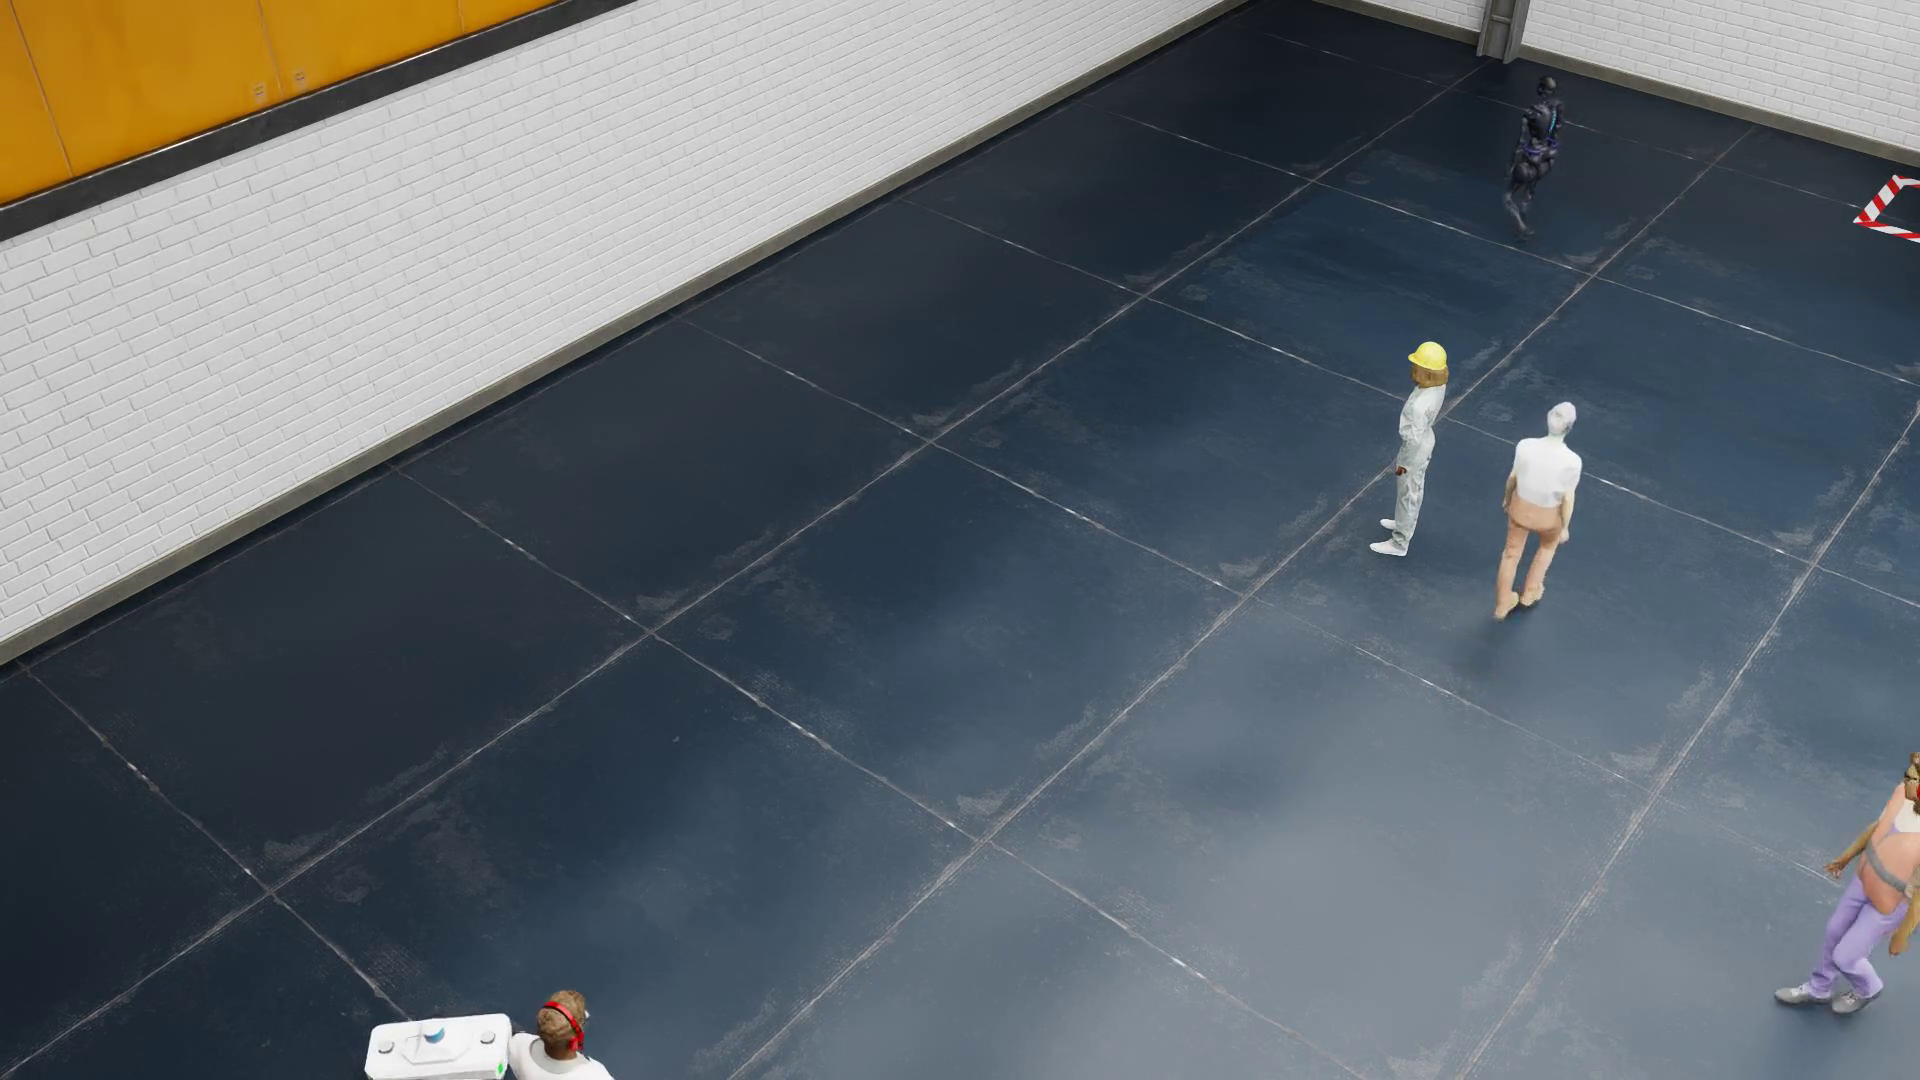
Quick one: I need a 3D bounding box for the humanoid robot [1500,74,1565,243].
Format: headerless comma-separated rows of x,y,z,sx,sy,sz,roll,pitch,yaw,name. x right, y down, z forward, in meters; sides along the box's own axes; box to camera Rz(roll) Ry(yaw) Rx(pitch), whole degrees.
5.421,-3.557,15.579,0.609,1.639,0.422,-21,43,-24,humanoid robot

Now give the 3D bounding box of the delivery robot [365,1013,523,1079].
-2.674,2.713,8.690,0.765,0.594,0.510,-4,39,-5,delivery robot

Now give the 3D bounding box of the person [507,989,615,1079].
-1.746,2.737,7.645,0.562,1.833,0.408,19,42,22,person

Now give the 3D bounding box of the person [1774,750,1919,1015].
4.813,1.872,8.740,0.504,1.806,0.620,0,39,0,person

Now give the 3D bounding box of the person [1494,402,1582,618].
3.992,-0.237,11.412,0.509,1.731,0.601,25,45,27,person

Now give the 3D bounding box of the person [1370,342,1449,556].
3.240,-0.660,11.930,0.295,1.743,0.491,17,42,20,person
